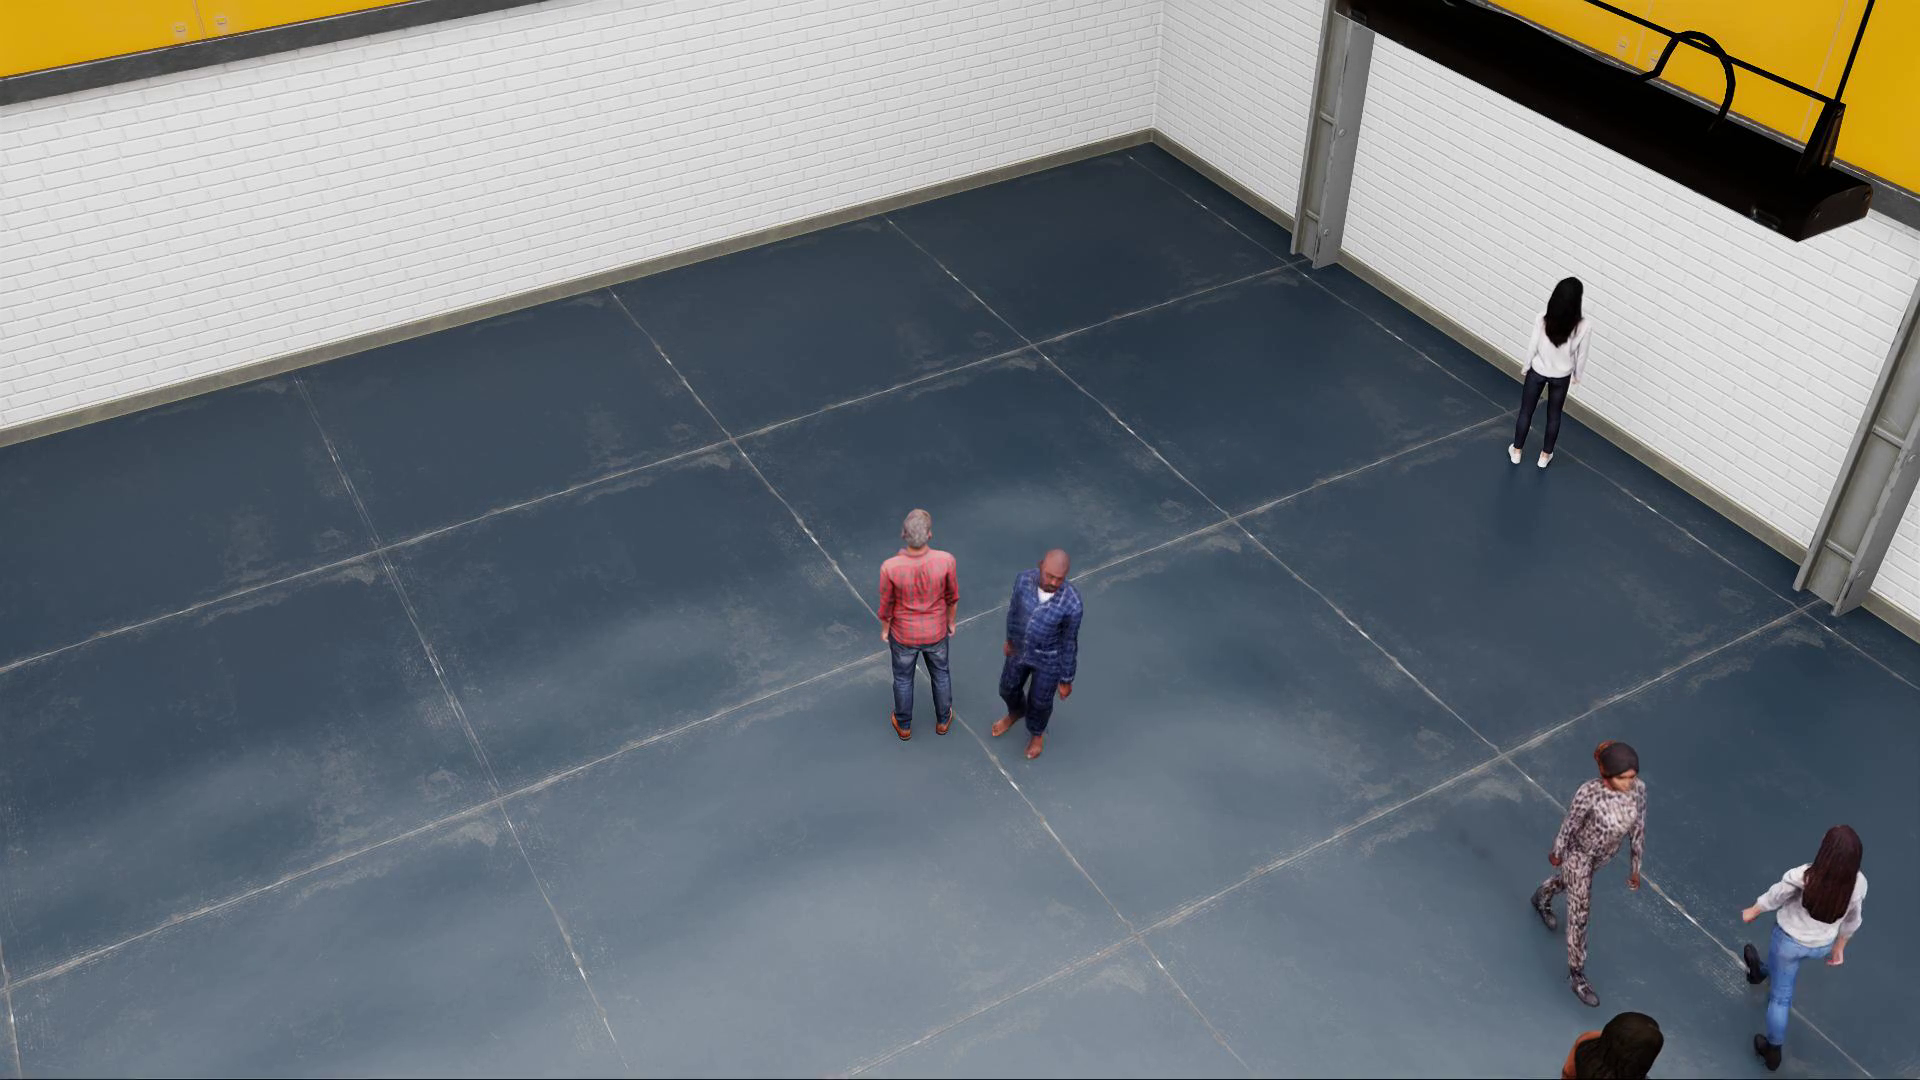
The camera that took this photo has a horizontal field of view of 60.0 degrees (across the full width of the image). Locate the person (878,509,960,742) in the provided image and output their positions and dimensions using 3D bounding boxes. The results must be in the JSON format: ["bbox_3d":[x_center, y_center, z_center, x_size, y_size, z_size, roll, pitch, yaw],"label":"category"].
[{"bbox_3d":[-0.265,0.563,10.865,0.750,1.831,0.685,-6,39,-8],"label":"person"}]

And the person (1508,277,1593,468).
[{"bbox_3d":[4.740,-1.349,13.363,0.689,1.701,0.757,11,40,13],"label":"person"}]

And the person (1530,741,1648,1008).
[{"bbox_3d":[3.570,1.736,9.526,0.800,1.669,1.162,-8,39,-10],"label":"person"}]

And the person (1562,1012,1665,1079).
[{"bbox_3d":[3.029,2.864,7.996,0.805,1.815,0.675,-7,39,-8],"label":"person"}]

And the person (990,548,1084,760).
[{"bbox_3d":[0.496,0.700,10.738,0.742,1.776,0.917,32,48,34],"label":"person"}]

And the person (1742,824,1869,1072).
[{"bbox_3d":[4.559,2.240,8.958,0.918,1.591,1.103,-1,39,-1],"label":"person"}]
